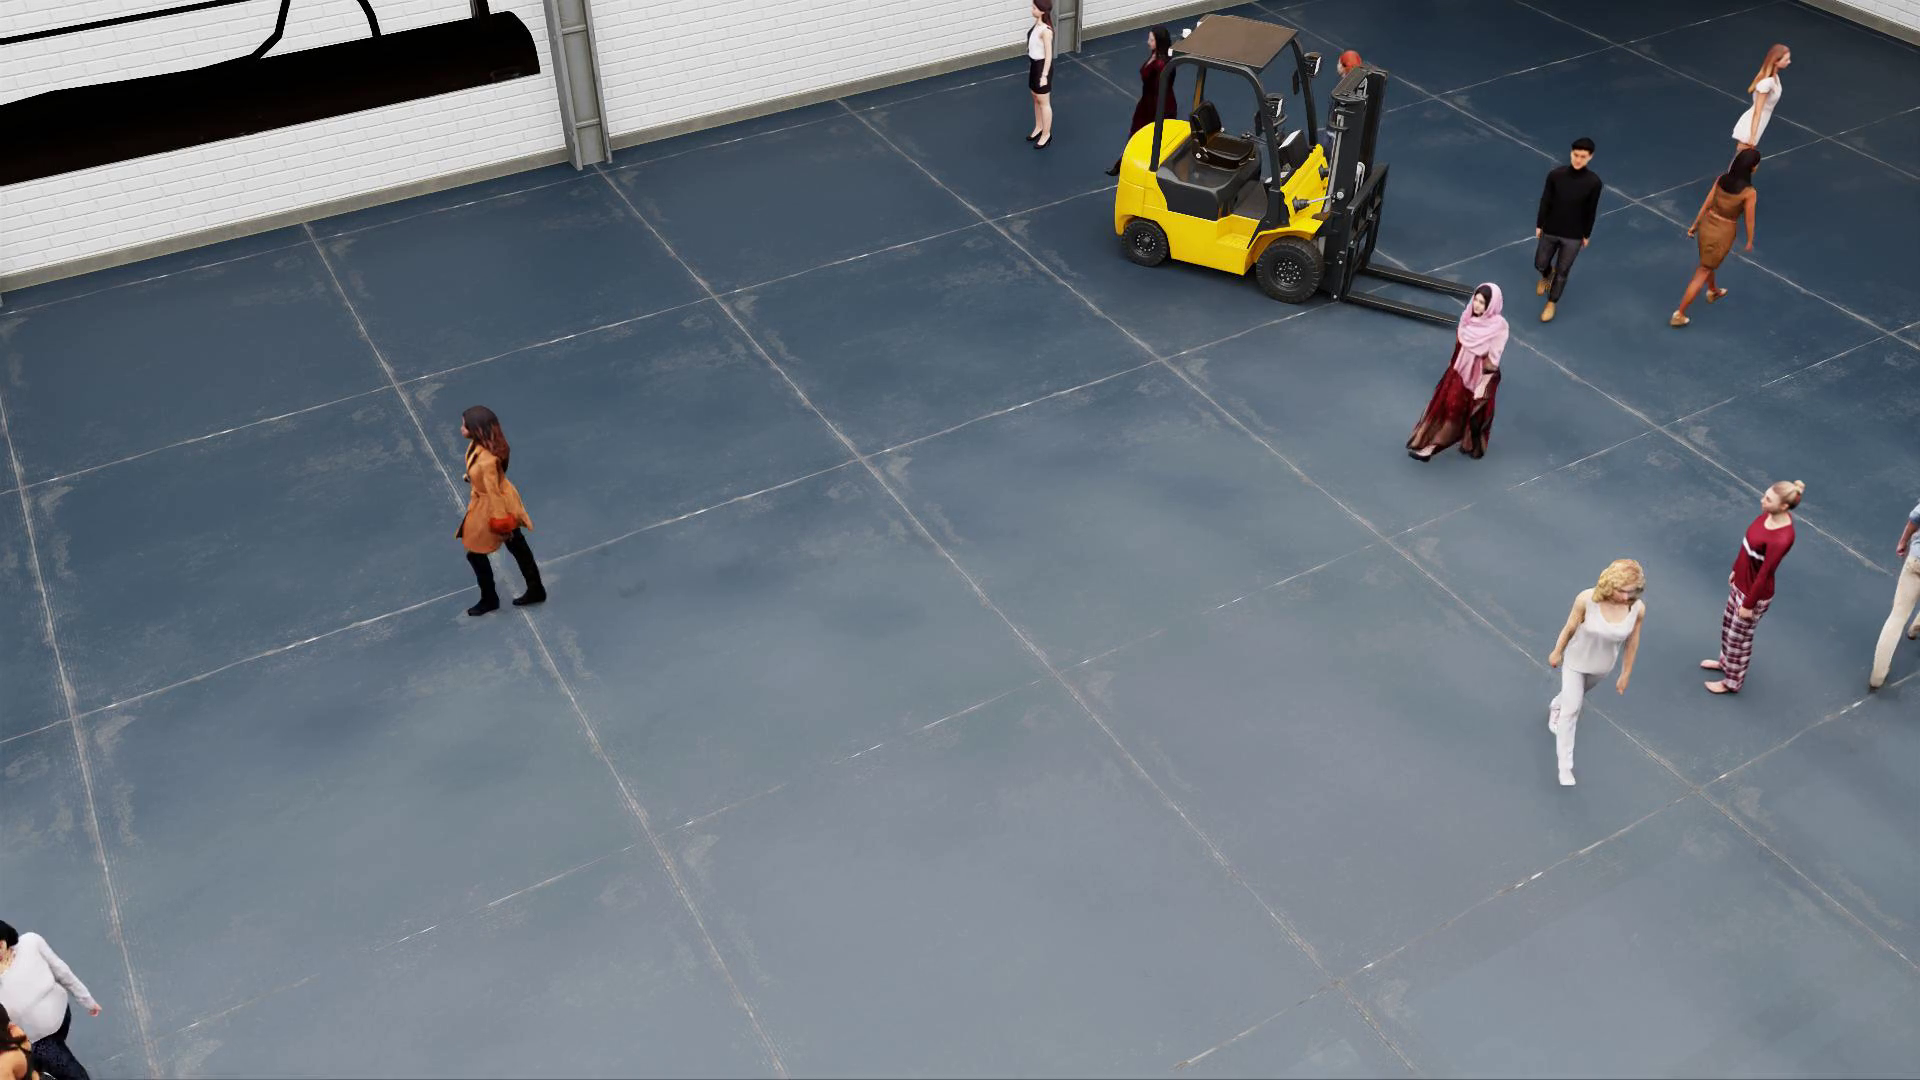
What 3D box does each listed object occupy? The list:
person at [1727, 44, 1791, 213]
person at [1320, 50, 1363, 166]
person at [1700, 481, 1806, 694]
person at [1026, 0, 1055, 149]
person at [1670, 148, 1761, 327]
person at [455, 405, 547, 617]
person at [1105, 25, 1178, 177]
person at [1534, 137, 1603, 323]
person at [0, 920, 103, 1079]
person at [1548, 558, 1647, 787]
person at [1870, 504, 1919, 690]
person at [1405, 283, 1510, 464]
[{"bbox_3d":[7.897,-4.125,16.573,0.727,1.696,0.641,19,43,23],"label":"person"},{"bbox_3d":[3.805,-3.880,16.241,1.056,1.727,1.188,19,42,22],"label":"person"},{"bbox_3d":[5.267,0.300,11.030,0.725,1.698,0.685,6,39,8],"label":"person"},{"bbox_3d":[0.856,-4.978,17.680,0.571,1.648,0.603,-11,40,-14],"label":"person"},{"bbox_3d":[6.646,-2.651,14.764,1.010,1.650,0.647,-18,42,-21],"label":"person"},{"bbox_3d":[-3.151,-0.209,11.661,0.900,1.706,0.840,-8,39,-10],"label":"person"},{"bbox_3d":[2.102,-4.335,16.835,1.196,1.697,0.977,-2,39,-2],"label":"person"},{"bbox_3d":[5.447,-2.828,14.939,0.856,1.710,0.947,20,43,23],"label":"person"},{"bbox_3d":[-4.715,2.414,8.418,1.126,1.653,1.137,14,41,16],"label":"person"},{"bbox_3d":[4.008,0.706,10.585,1.103,1.619,1.072,4,39,6],"label":"person"},{"bbox_3d":[6.444,0.220,11.053,0.977,1.796,1.292,26,45,29],"label":"person"},{"bbox_3d":[4.109,-1.335,13.138,1.069,1.623,0.724,-24,44,-27],"label":"person"}]
